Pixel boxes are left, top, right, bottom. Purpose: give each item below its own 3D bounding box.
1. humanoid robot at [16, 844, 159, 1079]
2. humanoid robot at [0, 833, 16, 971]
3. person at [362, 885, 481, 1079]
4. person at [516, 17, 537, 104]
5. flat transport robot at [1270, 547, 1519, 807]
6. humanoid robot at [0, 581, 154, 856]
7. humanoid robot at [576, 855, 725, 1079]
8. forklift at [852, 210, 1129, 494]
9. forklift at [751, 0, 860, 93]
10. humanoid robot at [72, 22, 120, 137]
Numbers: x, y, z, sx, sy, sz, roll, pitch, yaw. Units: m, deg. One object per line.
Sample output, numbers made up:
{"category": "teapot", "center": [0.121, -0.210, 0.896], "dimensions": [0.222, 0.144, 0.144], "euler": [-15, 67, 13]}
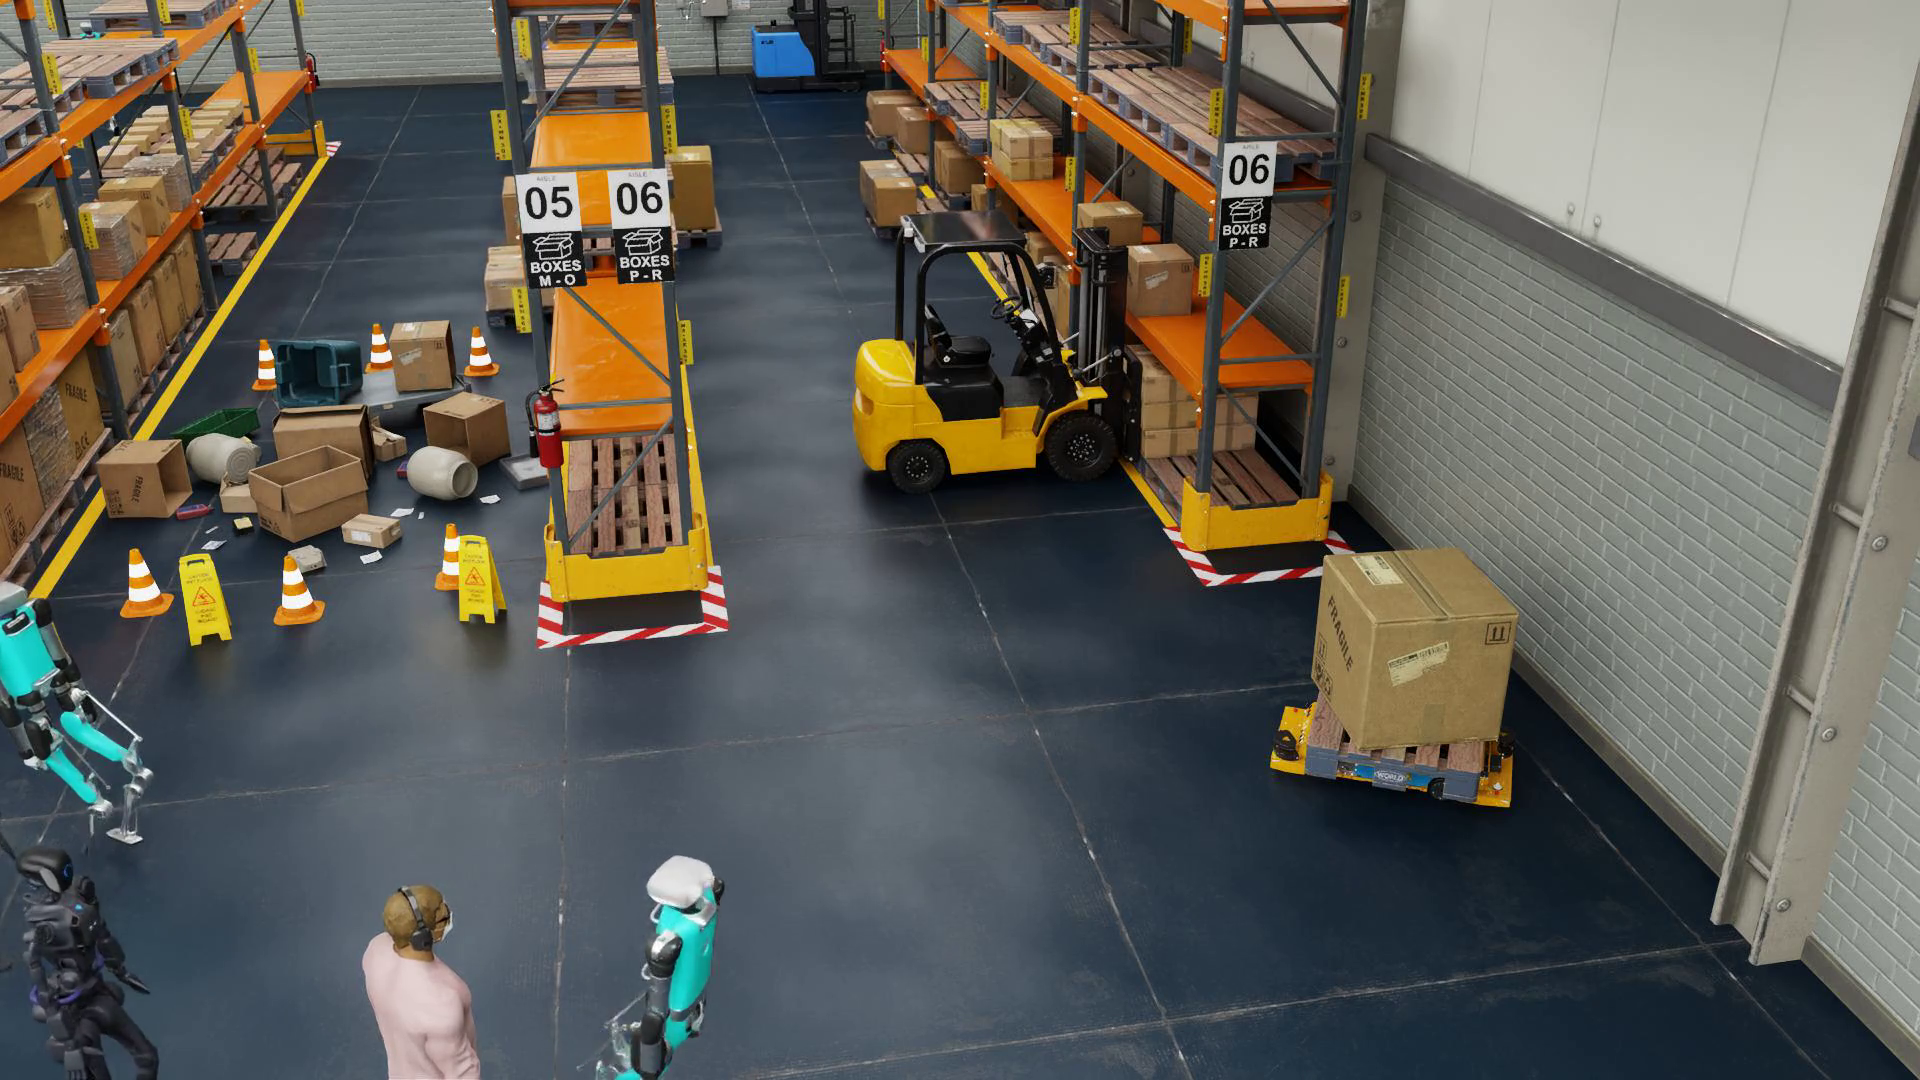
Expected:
{"category": "humanoid robot", "center": [-3.804, 2.032, 7.262], "dimensions": [0.344, 1.648, 0.603], "euler": [0, 26, 1]}
{"category": "humanoid robot", "center": [-5.137, 1.519, 8.347], "dimensions": [0.407, 1.647, 0.599], "euler": [23, 34, 39]}
{"category": "person", "center": [-2.073, 2.185, 6.652], "dimensions": [0.627, 1.940, 0.373], "euler": [23, 34, 39]}
{"category": "person", "center": [-7.611, -8.562, 29.200], "dimensions": [0.460, 1.786, 0.611], "euler": [-8, 27, -16]}
{"category": "flat transport robot", "center": [2.709, 1.312, 10.398], "dimensions": [1.431, 0.231, 0.659], "euler": [8, 27, 16]}
{"category": "humanoid robot", "center": [-4.867, 1.102, 9.202], "dimensions": [0.781, 1.824, 0.566], "euler": [8, 27, 16]}
{"category": "humanoid robot", "center": [-1.388, 2.087, 7.117], "dimensions": [0.817, 1.785, 0.532], "euler": [8, 27, 15]}
{"category": "forklift", "center": [0.216, -1.659, 14.366], "dimensions": [2.313, 2.155, 1.214], "euler": [-5, 26, -10]}
{"category": "forklift", "center": [-2.872, -9.679, 30.288], "dimensions": [1.873, 2.768, 1.129], "euler": [-5, 26, -10]}
{"category": "humanoid robot", "center": [-13.853, -7.424, 26.939], "dimensions": [0.550, 1.796, 0.894], "euler": [-21, 32, -36]}
